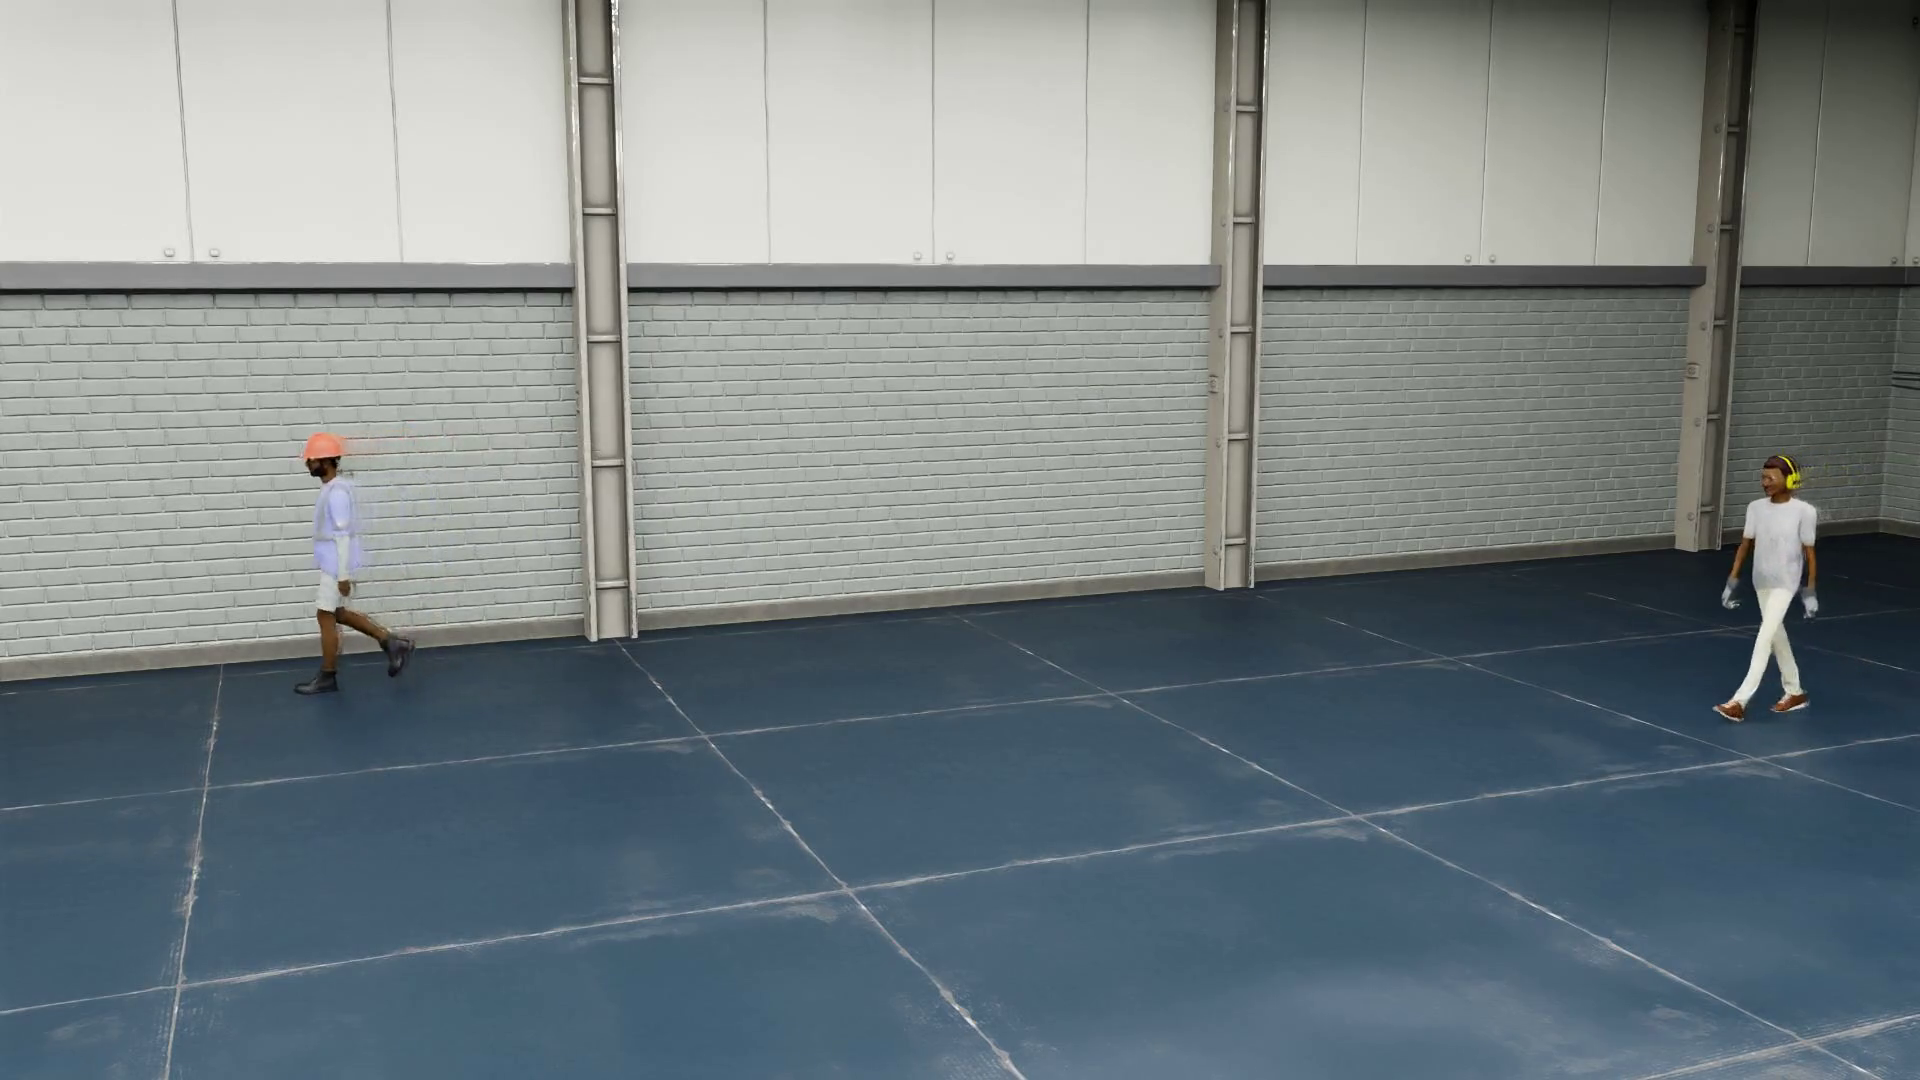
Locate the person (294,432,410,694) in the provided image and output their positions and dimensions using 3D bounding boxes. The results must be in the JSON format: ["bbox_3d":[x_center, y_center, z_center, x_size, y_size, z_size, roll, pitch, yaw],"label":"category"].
[{"bbox_3d":[-4.467,0.162,12.093,0.743,1.922,0.558,-3,10,-20],"label":"person"}]

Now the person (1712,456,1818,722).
[{"bbox_3d":[5.518,0.327,11.373,0.992,1.813,0.553,-4,10,-26],"label":"person"}]
